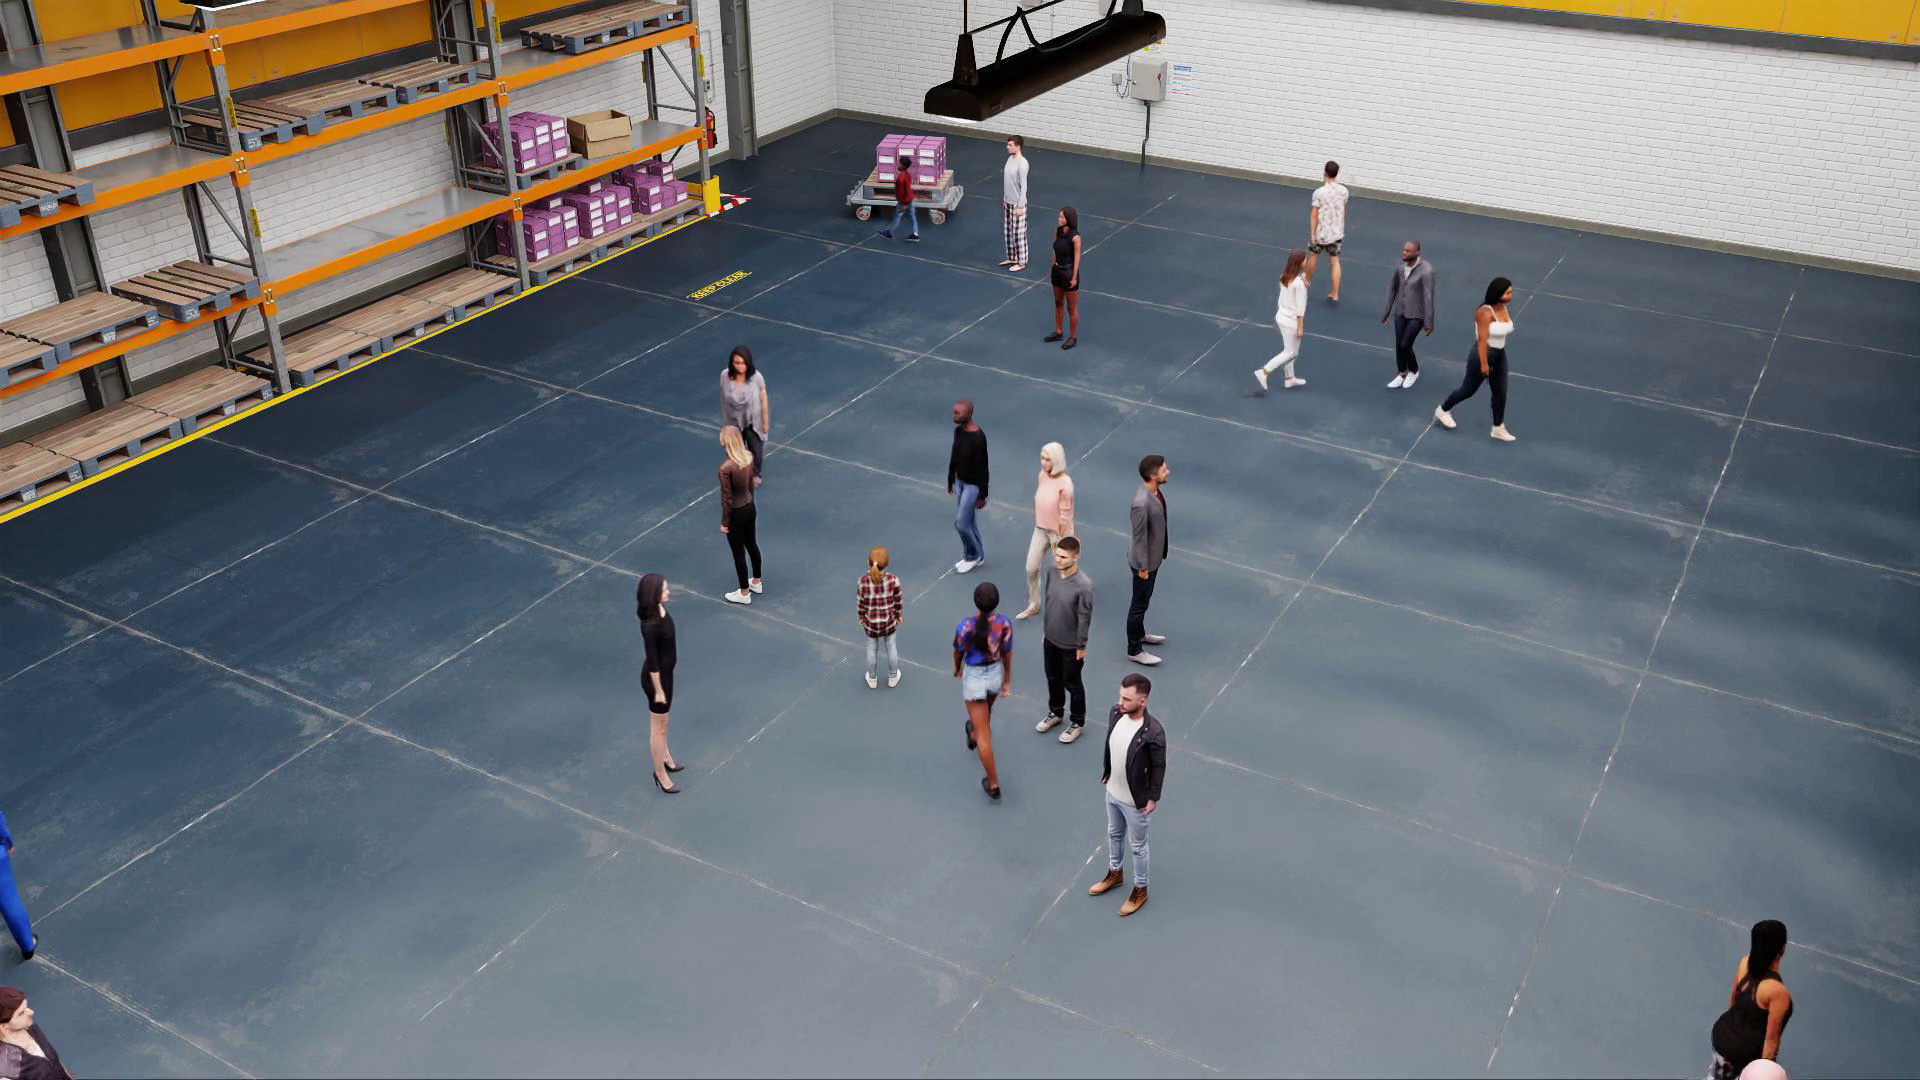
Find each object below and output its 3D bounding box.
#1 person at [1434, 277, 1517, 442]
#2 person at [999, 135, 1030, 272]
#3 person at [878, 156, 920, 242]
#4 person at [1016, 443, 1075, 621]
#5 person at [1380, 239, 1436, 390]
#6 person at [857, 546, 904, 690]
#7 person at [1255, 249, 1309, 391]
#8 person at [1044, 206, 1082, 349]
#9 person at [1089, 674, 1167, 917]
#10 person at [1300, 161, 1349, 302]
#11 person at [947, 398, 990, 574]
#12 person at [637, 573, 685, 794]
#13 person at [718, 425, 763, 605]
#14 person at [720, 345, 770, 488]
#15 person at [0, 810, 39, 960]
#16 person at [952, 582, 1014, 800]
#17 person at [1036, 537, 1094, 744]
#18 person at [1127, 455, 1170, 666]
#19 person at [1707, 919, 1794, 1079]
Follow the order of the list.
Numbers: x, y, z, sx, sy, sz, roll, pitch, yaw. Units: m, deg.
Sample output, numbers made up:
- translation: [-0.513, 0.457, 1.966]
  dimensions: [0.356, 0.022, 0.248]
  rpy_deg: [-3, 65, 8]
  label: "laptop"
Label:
- translation: [5.587, -1.954, 17.916]
  dimensions: [1.171, 1.775, 0.994]
  rpy_deg: [-21, 35, -33]
  label: "person"
- translation: [0.764, -4.622, 22.731]
  dimensions: [0.716, 1.848, 0.703]
  rpy_deg: [-14, 31, -23]
  label: "person"
- translation: [-0.729, -4.857, 23.804]
  dimensions: [0.646, 1.234, 0.779]
  rpy_deg: [11, 30, 19]
  label: "person"
- translation: [0.896, -0.092, 14.577]
  dimensions: [0.880, 1.704, 0.753]
  rpy_deg: [-23, 36, -35]
  label: "person"
- translation: [5.215, -2.585, 19.049]
  dimensions: [0.836, 1.798, 0.886]
  rpy_deg: [-17, 33, -29]
  label: "person"
- translation: [-0.654, 0.633, 13.663]
  dimensions: [0.622, 1.306, 0.664]
  rpy_deg: [-2, 29, -4]
  label: "person"
- translation: [3.716, -2.481, 18.989]
  dimensions: [1.015, 1.674, 0.952]
  rpy_deg: [-8, 30, -14]
  label: "person"
- translation: [1.285, -3.209, 20.254]
  dimensions: [0.629, 1.741, 0.658]
  rpy_deg: [-21, 35, -33]
  label: "person"
- translation: [1.149, 1.681, 11.189]
  dimensions: [0.668, 1.836, 0.723]
  rpy_deg: [-22, 35, -34]
  label: "person"
- translation: [4.823, -3.975, 21.619]
  dimensions: [1.135, 1.777, 1.235]
  rpy_deg: [-5, 29, -9]
  label: "person"
- translation: [0.154, -0.515, 15.320]
  dimensions: [0.739, 1.736, 0.713]
  rpy_deg: [-17, 33, -28]
  label: "person"
- translation: [-2.240, 1.043, 12.389]
  dimensions: [0.721, 1.807, 0.598]
  rpy_deg: [0, 29, 0]
  label: "person"
- translation: [-1.967, -0.235, 14.840]
  dimensions: [0.668, 1.703, 0.436]
  rpy_deg: [14, 32, 25]
  label: "person"
- translation: [-2.154, -1.245, 16.812]
  dimensions: [0.864, 1.588, 0.998]
  rpy_deg: [2, 29, 4]
  label: "person"
- translation: [-6.342, 2.041, 10.671]
  dimensions: [0.640, 1.700, 0.764]
  rpy_deg: [-17, 33, -28]
  label: "person"
- translation: [0.189, 1.140, 12.331]
  dimensions: [1.104, 1.691, 1.137]
  rpy_deg: [-8, 30, -15]
  label: "person"
- translation: [0.822, 0.750, 12.973]
  dimensions: [0.641, 1.761, 0.672]
  rpy_deg: [-23, 36, -36]
  label: "person"
- translation: [1.565, 0.135, 13.981]
  dimensions: [0.807, 1.876, 0.647]
  rpy_deg: [6, 29, 12]
  label: "person"
- translation: [4.307, 2.840, 9.290]
  dimensions: [1.096, 1.619, 1.061]
  rpy_deg: [-3, 29, -5]
  label: "person"
